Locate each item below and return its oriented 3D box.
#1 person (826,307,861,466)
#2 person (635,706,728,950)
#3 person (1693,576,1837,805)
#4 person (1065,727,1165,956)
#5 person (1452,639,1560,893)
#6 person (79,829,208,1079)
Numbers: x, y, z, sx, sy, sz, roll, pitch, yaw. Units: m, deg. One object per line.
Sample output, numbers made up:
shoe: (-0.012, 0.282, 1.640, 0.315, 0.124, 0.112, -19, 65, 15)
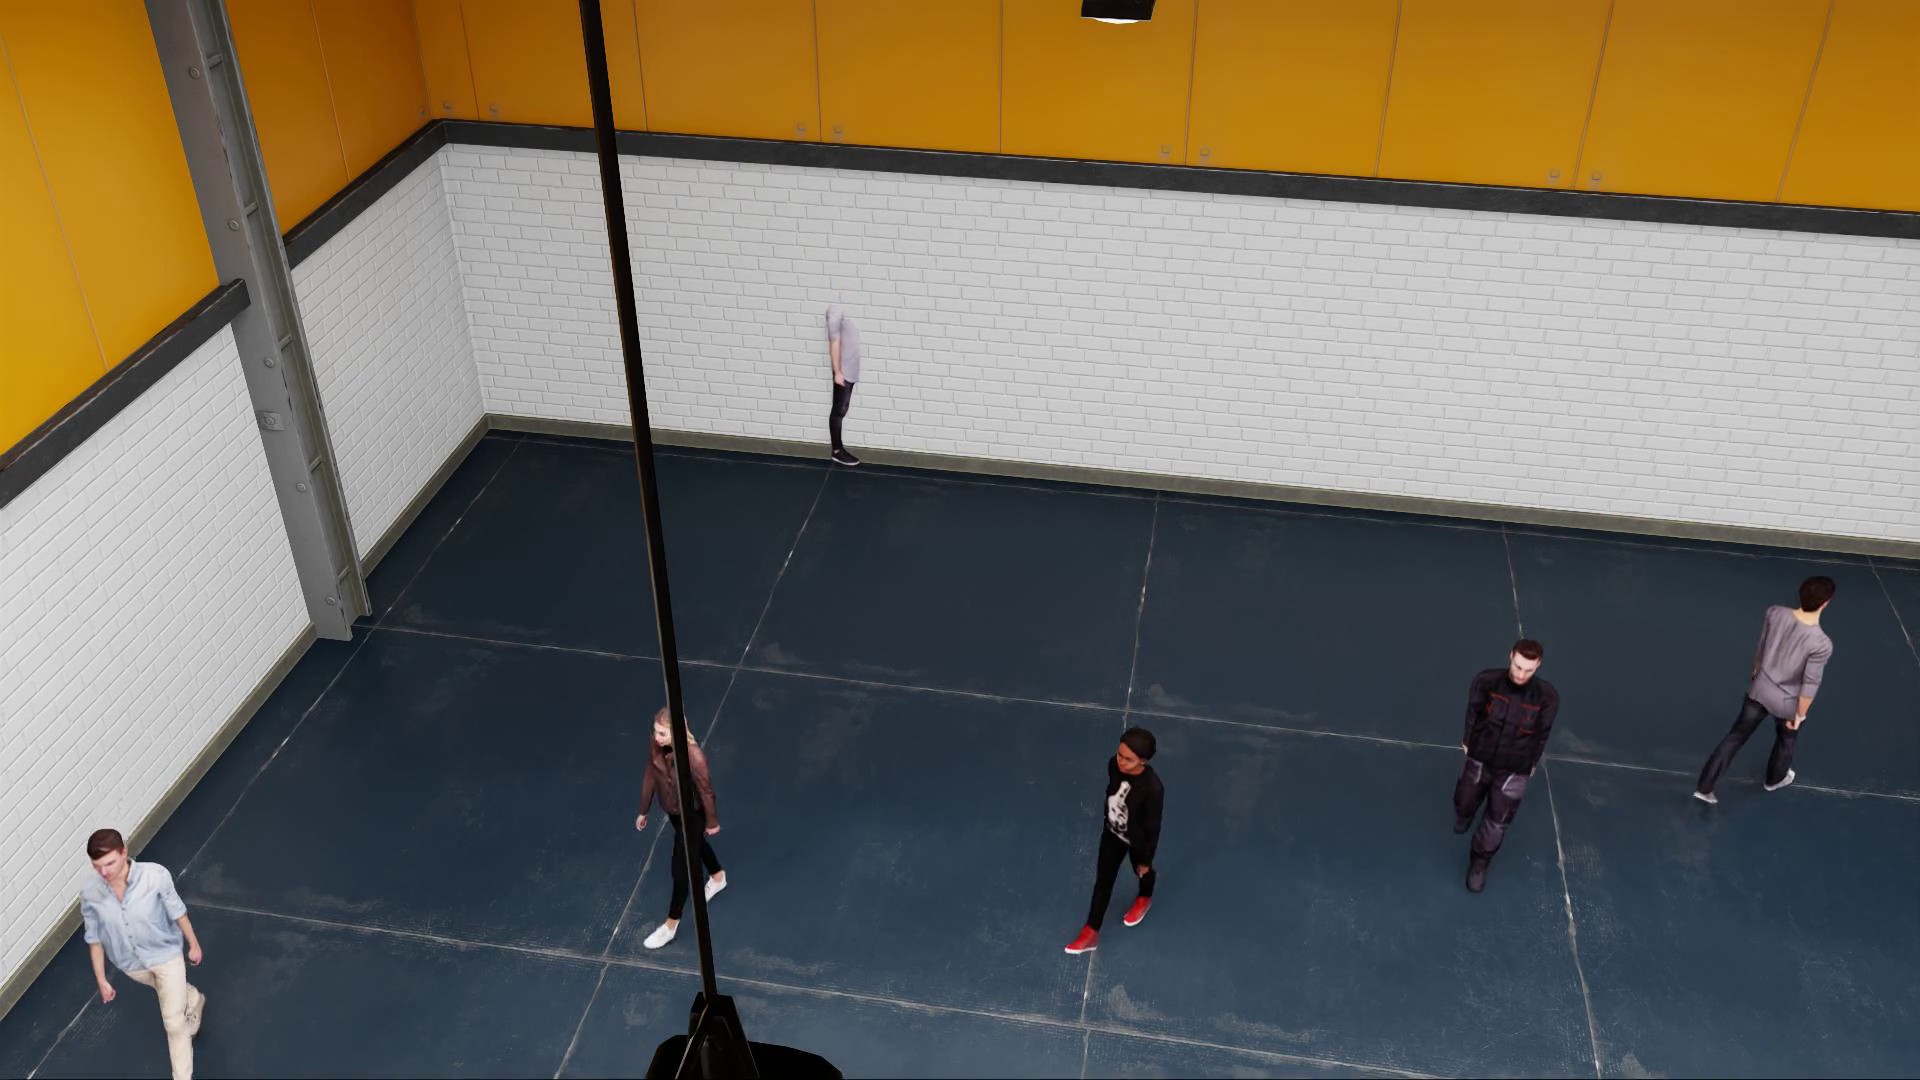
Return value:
person: (-1.006, -1.585, 15.033, 0.791, 1.835, 0.628, 16, 37, 22)
person: (-1.646, 1.651, 10.315, 0.933, 1.669, 1.086, 27, 42, 35)
person: (5.383, 1.049, 11.086, 1.205, 1.818, 1.168, -20, 38, -27)
person: (1.094, 1.763, 10.173, 0.955, 1.640, 1.117, 27, 42, 35)
person: (3.436, 1.350, 10.564, 0.807, 1.895, 0.984, 14, 36, 19)
person: (-4.496, 2.263, 9.279, 0.960, 1.796, 1.319, -6, 34, -8)
